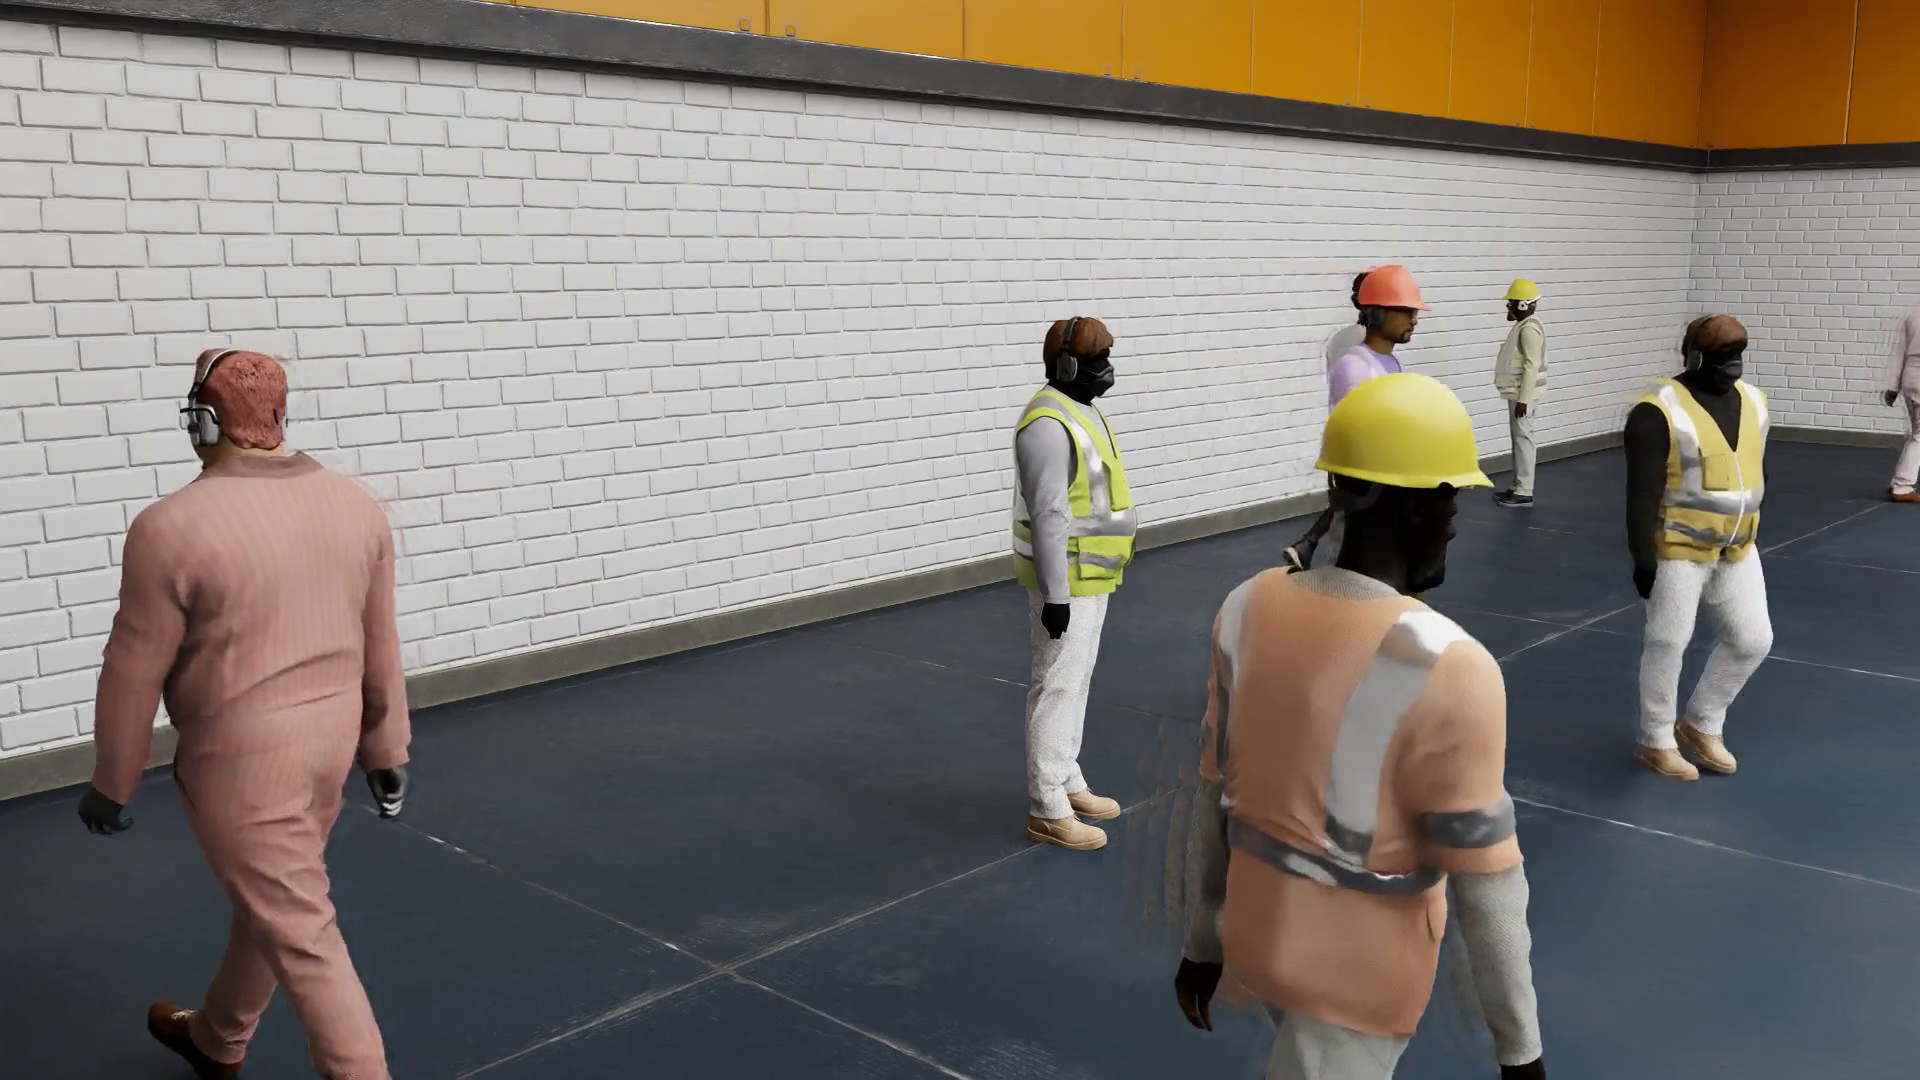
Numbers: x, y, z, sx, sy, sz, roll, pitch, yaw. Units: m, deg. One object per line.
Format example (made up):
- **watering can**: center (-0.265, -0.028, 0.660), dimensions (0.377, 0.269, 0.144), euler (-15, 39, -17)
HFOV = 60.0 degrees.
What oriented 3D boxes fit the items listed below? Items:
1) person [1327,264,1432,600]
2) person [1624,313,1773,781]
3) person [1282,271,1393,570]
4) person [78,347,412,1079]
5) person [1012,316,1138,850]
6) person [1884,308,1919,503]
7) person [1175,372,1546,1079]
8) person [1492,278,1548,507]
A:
- **person**: center (1.731, -0.195, 7.292), dimensions (0.914, 2.014, 0.612), euler (8, 13, 39)
- **person**: center (2.869, 0.043, 6.446), dimensions (0.662, 1.825, 0.484), euler (-3, 10, -18)
- **person**: center (2.281, -0.600, 9.736), dimensions (0.597, 1.951, 0.621), euler (-3, 10, -17)
- **person**: center (-1.654, 0.493, 3.823), dimensions (1.006, 1.847, 0.643), euler (4, 11, 23)
- **person**: center (0.403, 0.141, 5.845), dimensions (0.429, 1.841, 0.637), euler (3, 10, 15)
- **person**: center (7.869, -1.215, 13.497), dimensions (0.554, 1.867, 0.663), euler (-2, 10, -9)
- **person**: center (0.595, 0.678, 2.694), dimensions (0.969, 1.888, 0.604), euler (-5, 11, -25)
- **person**: center (4.508, -1.182, 13.403), dimensions (0.404, 1.832, 0.592), euler (3, 10, 15)
